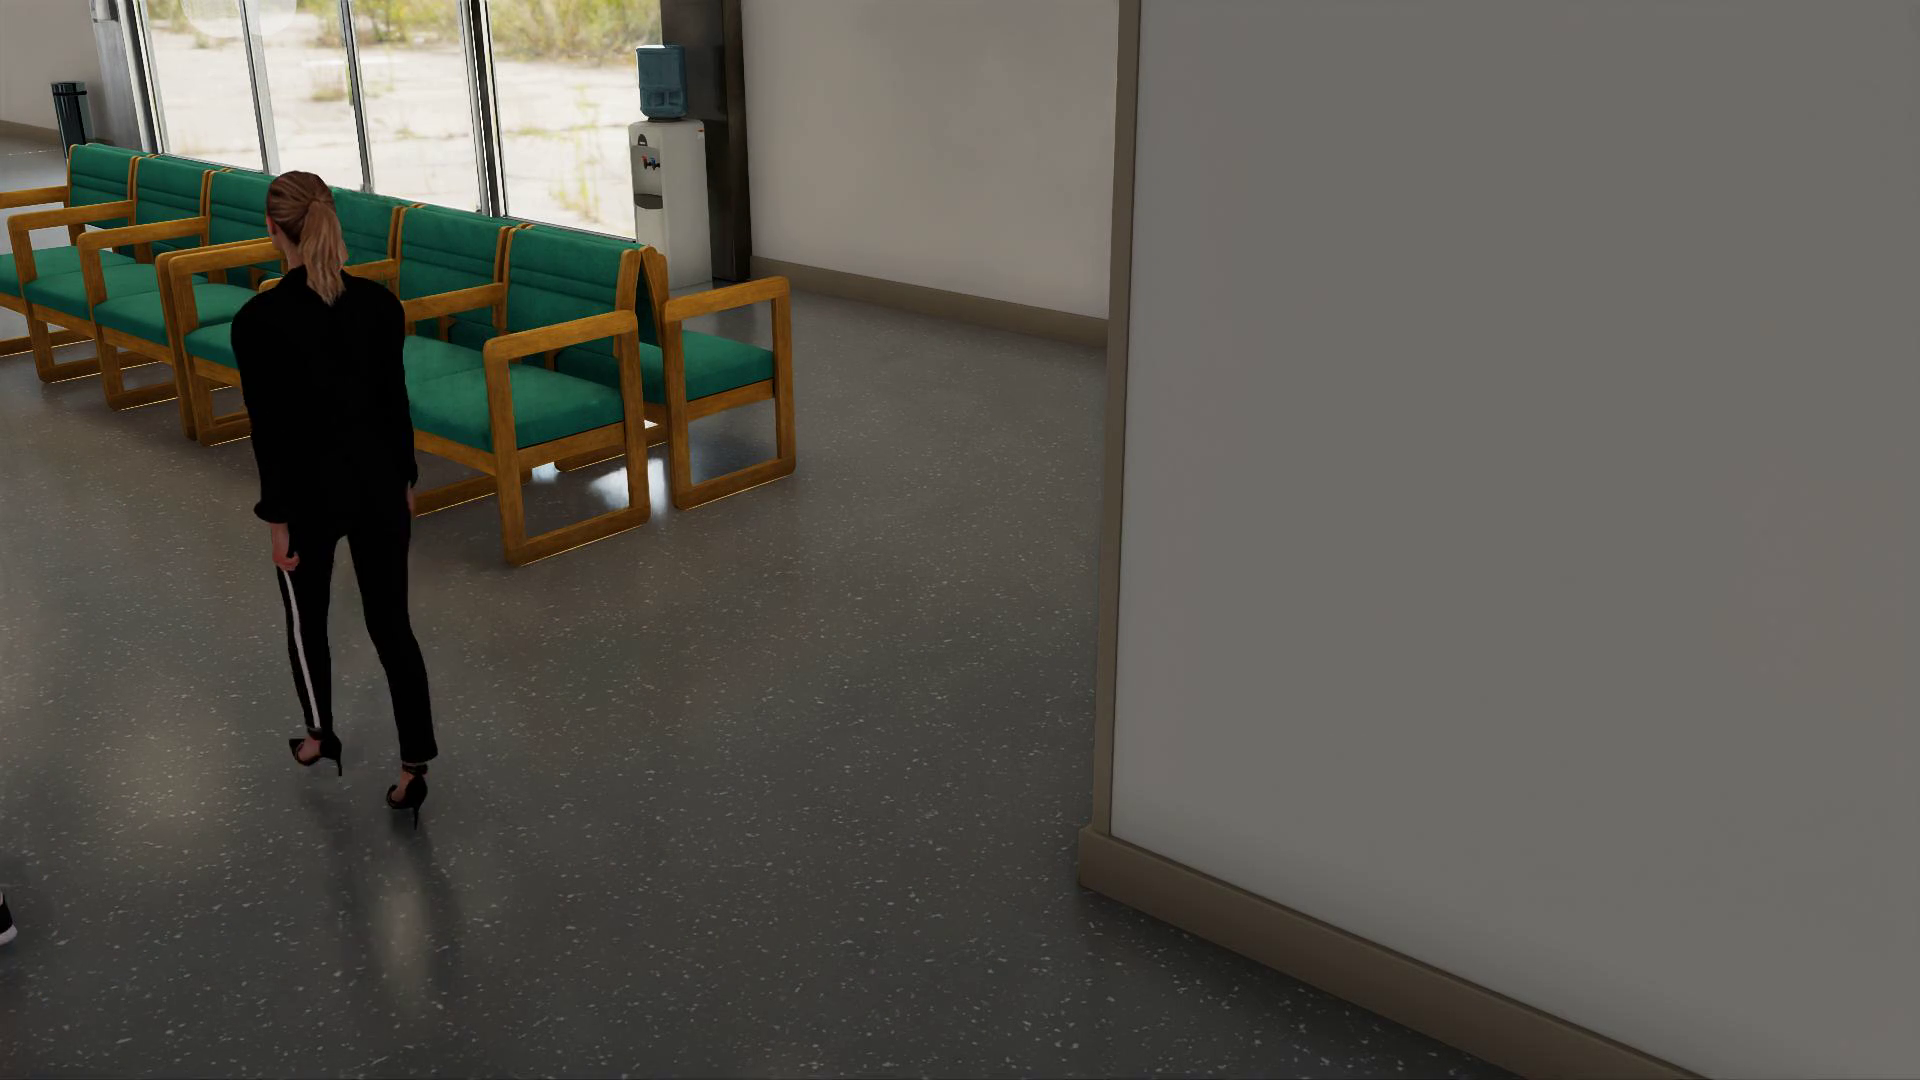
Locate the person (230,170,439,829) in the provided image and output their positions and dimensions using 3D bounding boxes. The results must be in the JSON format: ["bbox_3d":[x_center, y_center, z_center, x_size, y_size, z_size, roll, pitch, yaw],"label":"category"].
[{"bbox_3d":[-1.514,-0.044,4.188,0.794,1.682,0.746,-19,28,-41],"label":"person"}]
